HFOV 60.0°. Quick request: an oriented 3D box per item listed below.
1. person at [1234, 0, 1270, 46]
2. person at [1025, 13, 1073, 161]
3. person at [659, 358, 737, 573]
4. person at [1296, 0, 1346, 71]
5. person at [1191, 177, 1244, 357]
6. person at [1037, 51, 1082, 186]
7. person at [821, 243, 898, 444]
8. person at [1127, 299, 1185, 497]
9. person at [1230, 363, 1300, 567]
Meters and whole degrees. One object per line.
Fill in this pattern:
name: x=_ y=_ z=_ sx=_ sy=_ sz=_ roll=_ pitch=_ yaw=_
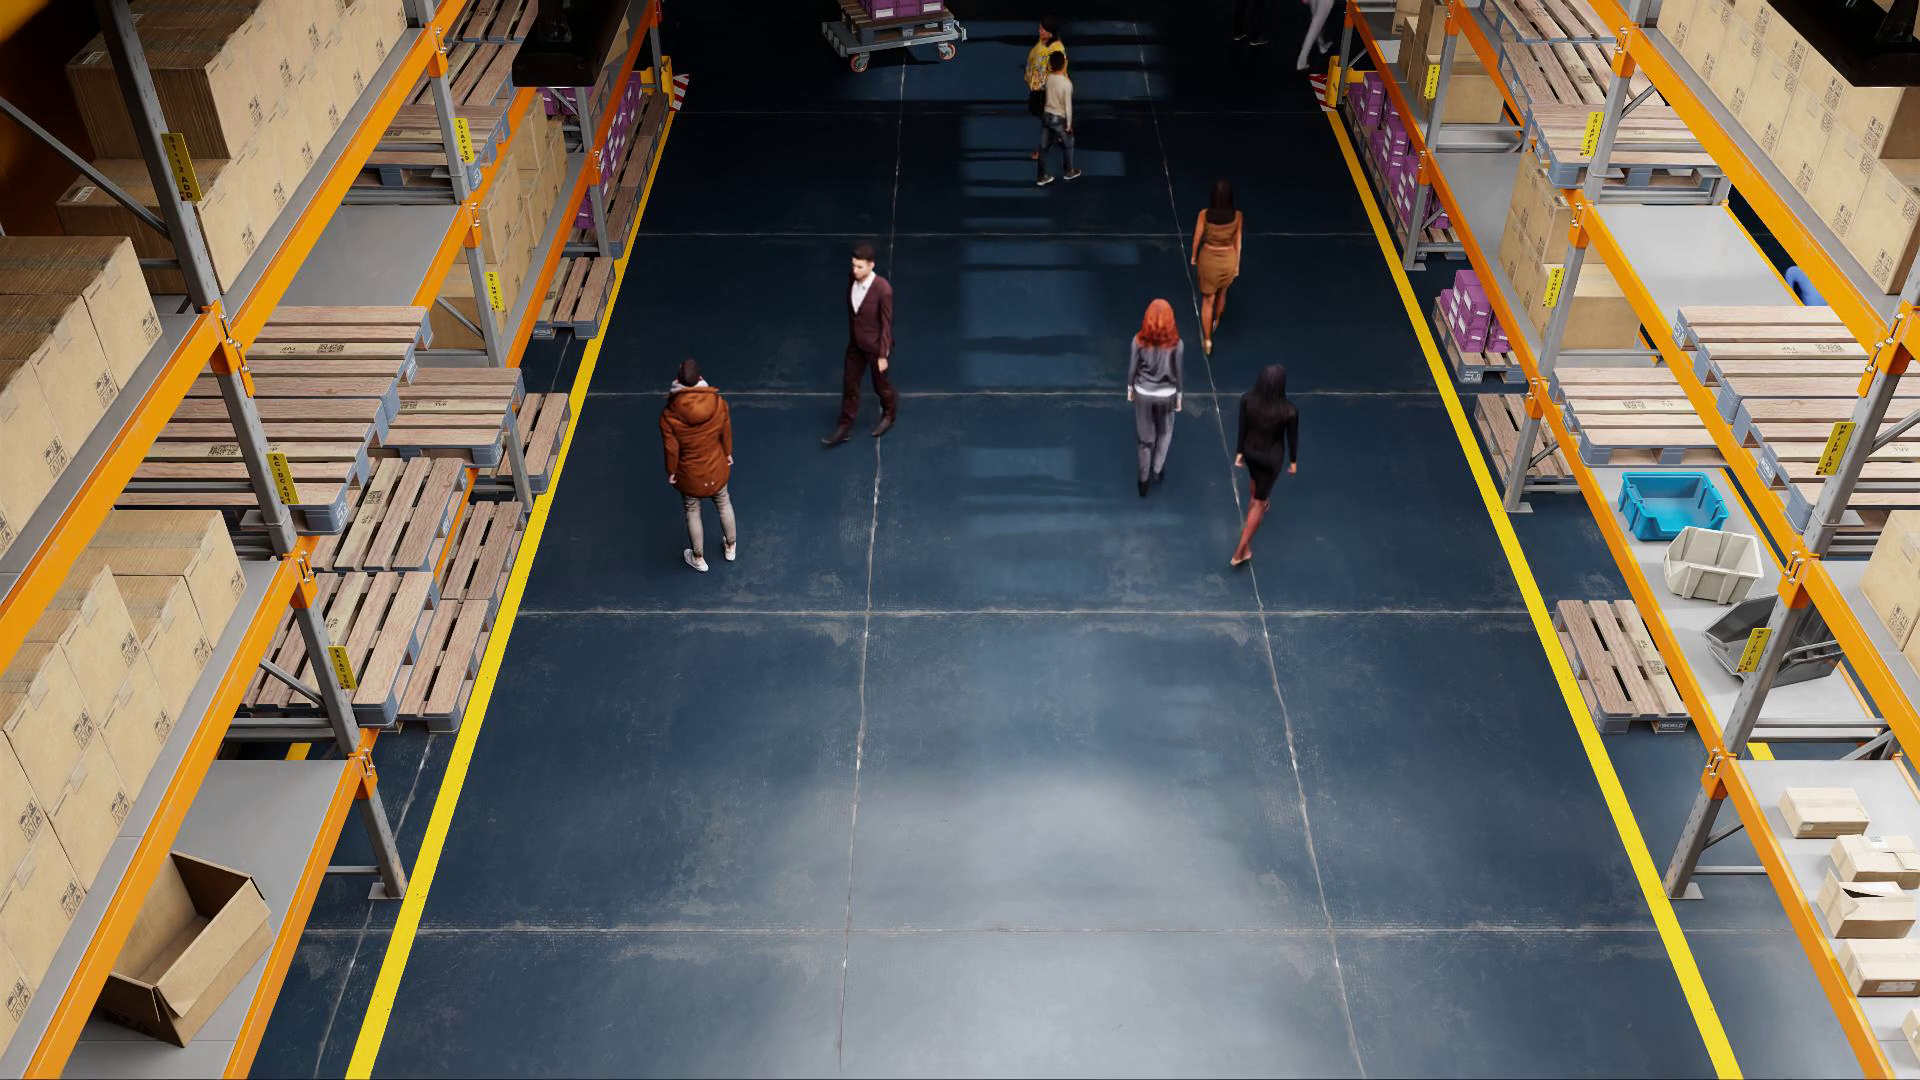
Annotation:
person: x=3.710 y=-7.169 z=20.856 sx=0.771 sy=1.843 sz=0.707 roll=-32 pitch=48 yaw=-33
person: x=1.024 y=-5.009 z=18.315 sx=0.910 sy=1.639 sz=0.878 roll=-13 pitch=41 yaw=-16
person: x=-1.965 y=-0.564 z=12.590 sx=0.839 sy=1.837 sz=0.866 roll=-19 pitch=42 yaw=-22
person: x=4.338 y=-6.548 z=20.172 sx=1.116 sy=1.726 sz=1.058 roll=-32 pitch=48 yaw=-33
person: x=2.331 y=-2.437 z=15.074 sx=0.585 sy=1.663 sz=0.805 roll=1 pitch=39 yaw=1
person: x=0.976 y=-4.473 z=17.801 sx=0.798 sy=1.443 sz=0.875 roll=27 pitch=46 yaw=30
person: x=-0.711 y=-1.682 z=13.993 sx=1.065 sy=1.833 sz=1.145 roll=29 pitch=47 yaw=32
person: x=1.551 y=-1.084 z=13.300 sx=0.648 sy=1.763 sz=0.640 roll=6 pitch=39 yaw=8
person: x=2.288 y=-0.559 z=12.712 sx=1.010 sy=1.677 sz=1.191 roll=22 pitch=44 yaw=25
